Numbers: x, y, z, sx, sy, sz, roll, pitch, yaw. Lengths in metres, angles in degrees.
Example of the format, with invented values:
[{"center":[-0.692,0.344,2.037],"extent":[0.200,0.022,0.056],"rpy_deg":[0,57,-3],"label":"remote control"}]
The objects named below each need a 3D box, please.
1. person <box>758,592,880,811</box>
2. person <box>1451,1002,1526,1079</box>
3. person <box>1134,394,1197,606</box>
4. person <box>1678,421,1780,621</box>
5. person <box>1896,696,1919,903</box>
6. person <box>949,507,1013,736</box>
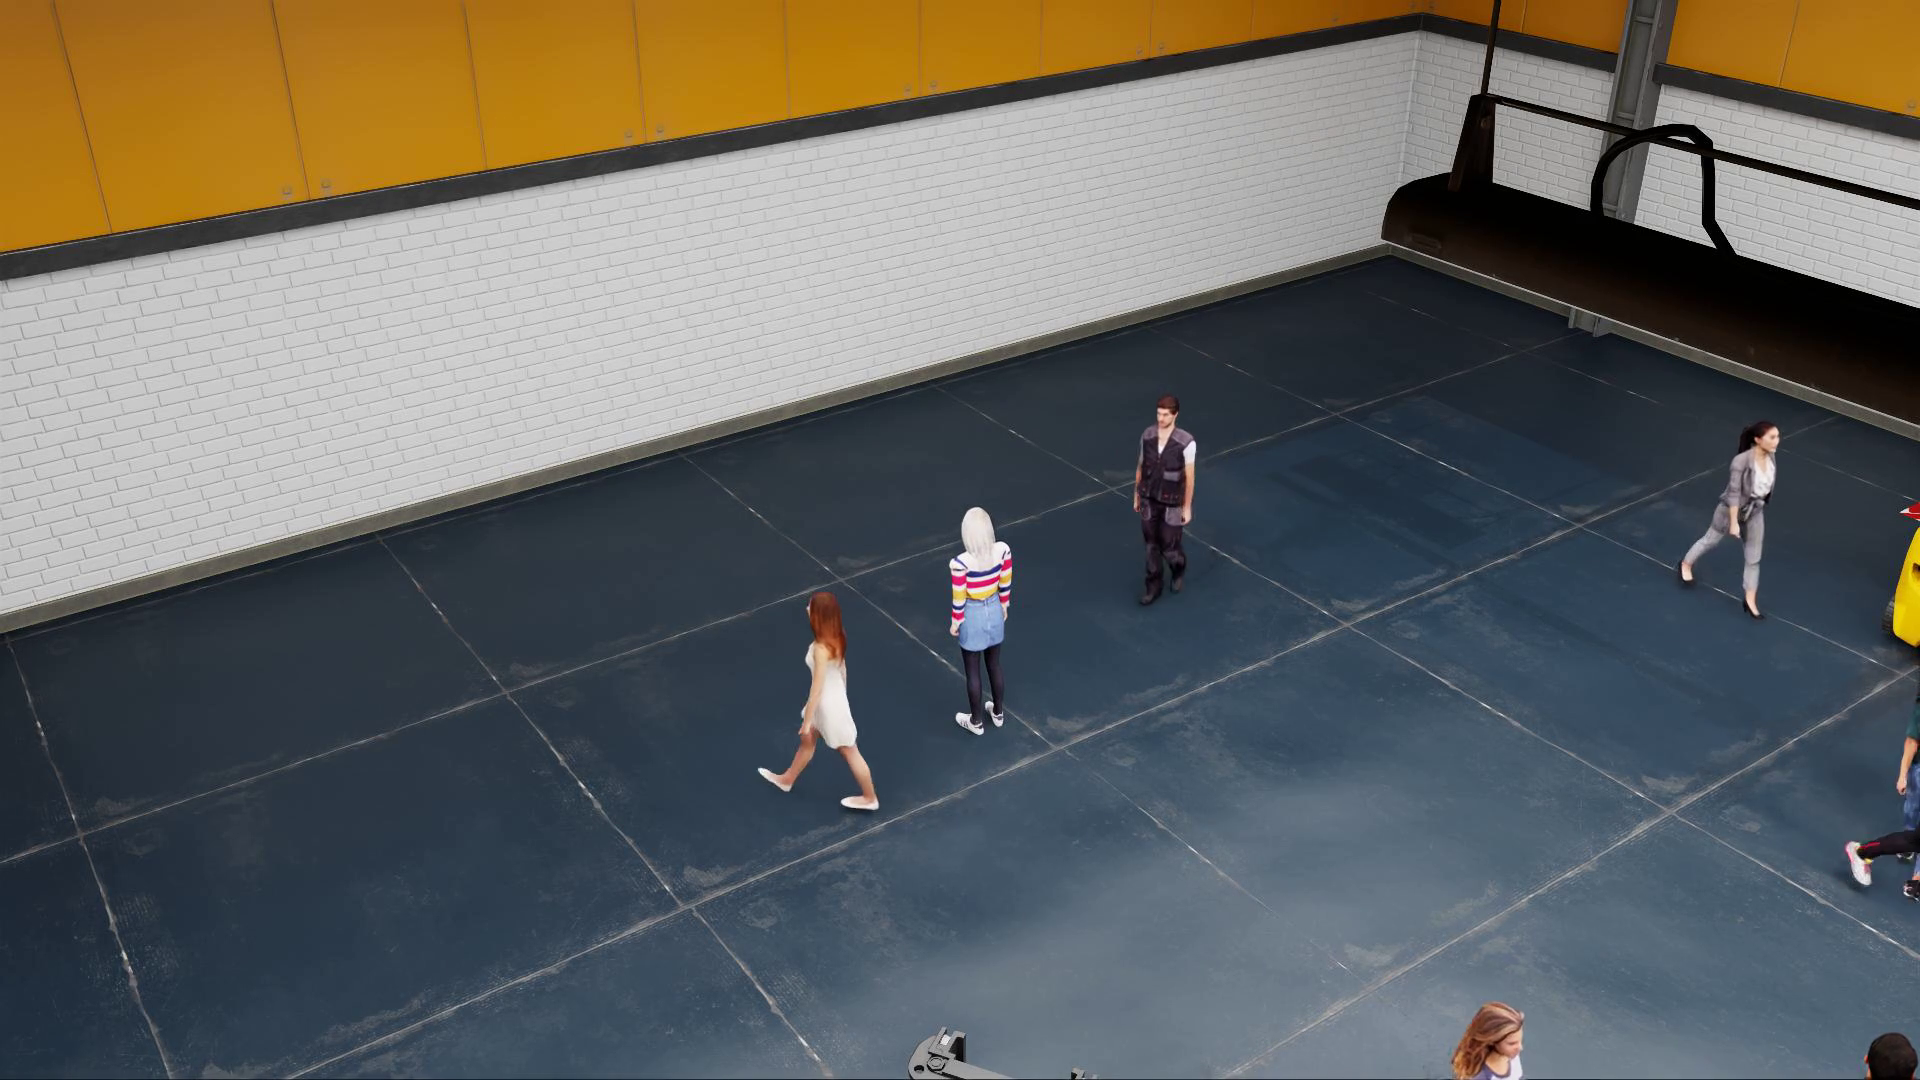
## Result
[{"center":[-0.772,1.121,11.050],"extent":[1.110,1.671,1.058],"rpy_deg":[4,29,8],"label":"person"},{"center":[2.345,2.818,7.926],"extent":[0.682,1.684,1.106],"rpy_deg":[-22,36,-35],"label":"person"},{"center":[1.703,-0.353,13.573],"extent":[0.792,1.842,0.857],"rpy_deg":[17,33,29],"label":"person"},{"center":[6.267,-0.220,13.544],"extent":[0.801,1.636,1.163],"rpy_deg":[-10,30,-18],"label":"person"},{"center":[6.205,1.429,10.579],"extent":[1.045,1.581,0.892],"rpy_deg":[17,33,29],"label":"person"},{"center":[0.155,0.575,11.909],"extent":[0.666,1.808,0.545],"rpy_deg":[-16,32,-26],"label":"person"}]
